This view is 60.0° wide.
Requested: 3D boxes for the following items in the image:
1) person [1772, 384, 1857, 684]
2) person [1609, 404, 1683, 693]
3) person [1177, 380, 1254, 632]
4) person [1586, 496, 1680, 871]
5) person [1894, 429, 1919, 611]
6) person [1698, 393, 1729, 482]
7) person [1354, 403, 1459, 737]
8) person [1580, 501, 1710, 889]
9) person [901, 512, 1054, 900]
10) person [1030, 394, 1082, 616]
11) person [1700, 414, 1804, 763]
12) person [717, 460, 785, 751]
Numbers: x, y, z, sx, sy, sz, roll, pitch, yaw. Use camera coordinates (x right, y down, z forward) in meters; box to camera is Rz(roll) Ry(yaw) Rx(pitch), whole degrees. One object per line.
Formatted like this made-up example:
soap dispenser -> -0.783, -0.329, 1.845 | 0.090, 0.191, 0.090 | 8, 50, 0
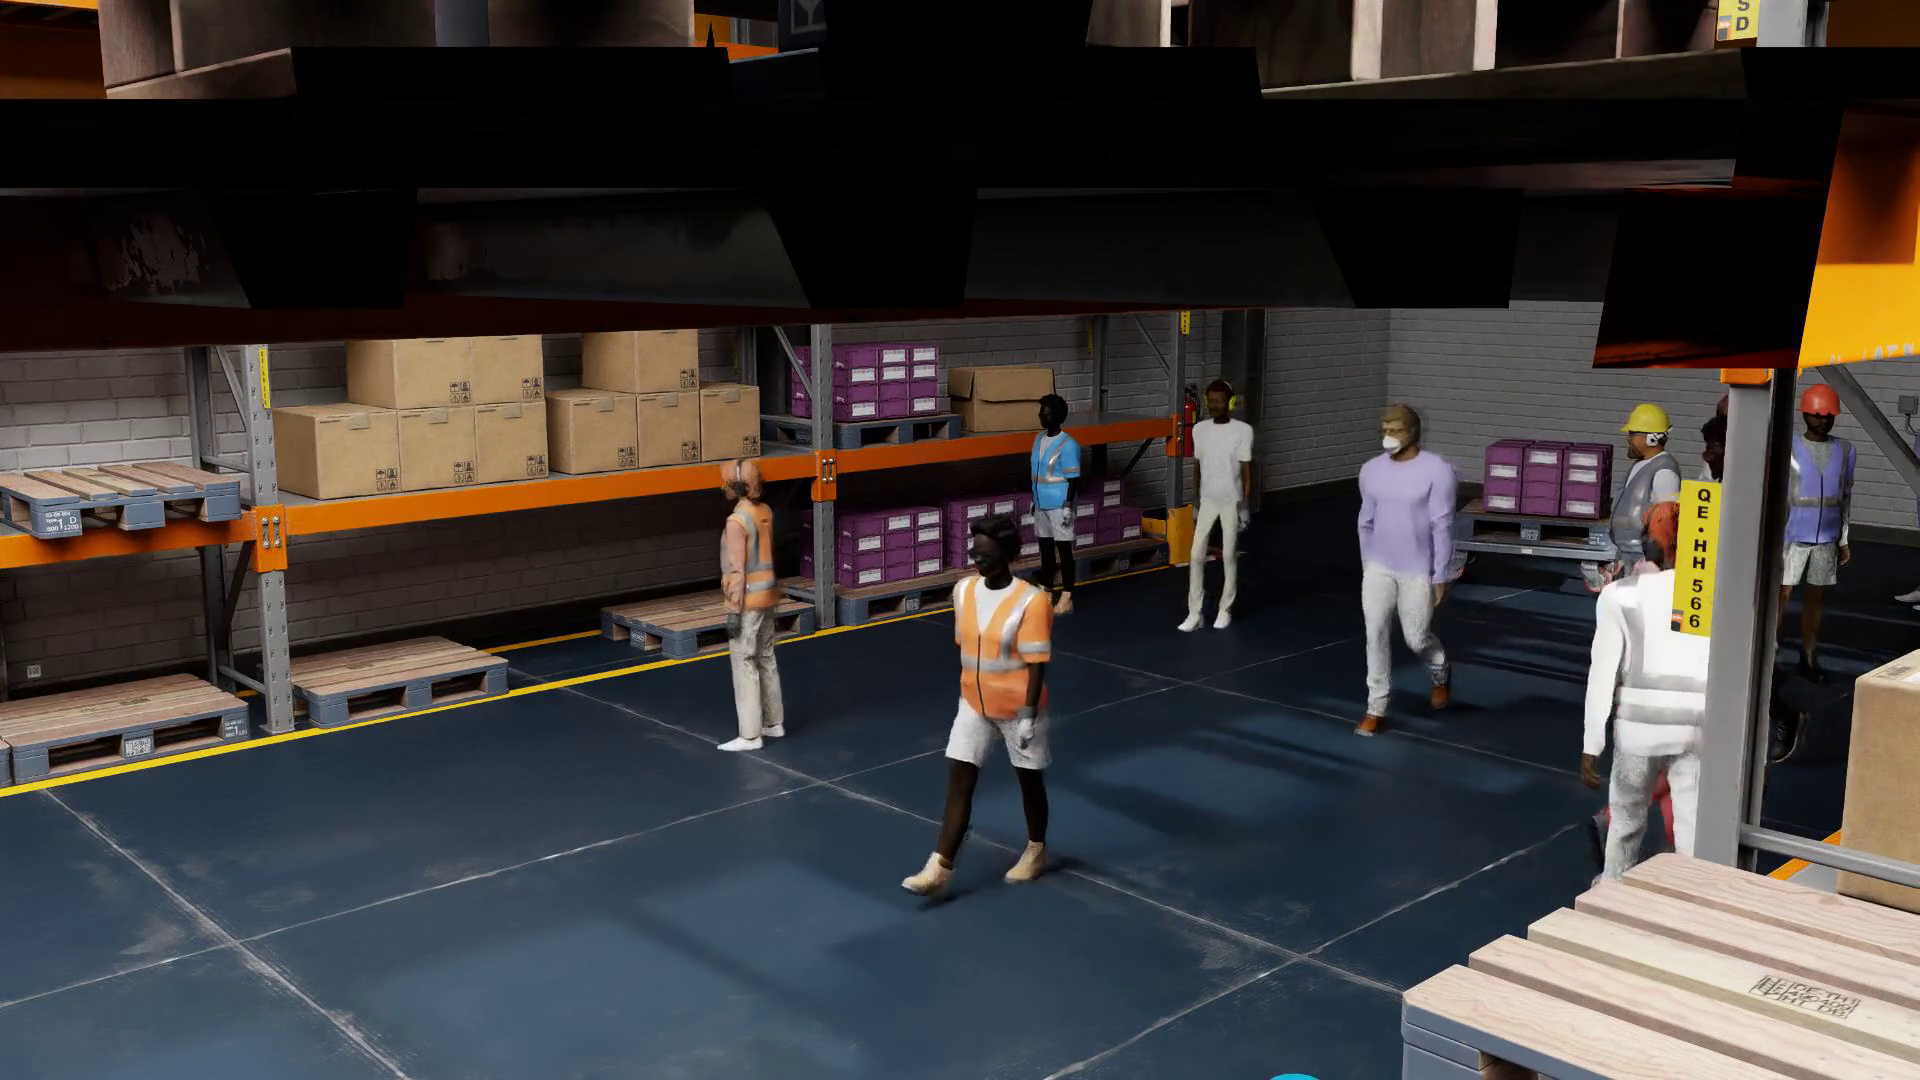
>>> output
person -> 5.424, -0.031, 10.625 | 0.551, 1.934, 0.372 | 0, 10, 2
person -> 4.251, 0.067, 10.352 | 0.404, 1.832, 0.592 | 1, 10, 7
person -> 1.876, -0.232, 12.069 | 0.539, 1.844, 0.747 | 5, 11, 28
person -> 3.103, 0.628, 7.347 | 0.737, 1.742, 0.530 | -3, 10, -18
person -> 7.559, -0.399, 12.867 | 0.406, 1.906, 0.654 | 2, 10, 12
person -> 5.259, -0.127, 11.503 | 0.892, 1.830, 0.711 | 0, 10, -1
person -> 2.584, 0.158, 9.594 | 0.632, 1.912, 0.725 | 9, 13, 42
person -> 2.720, 0.772, 6.332 | 0.643, 1.814, 1.068 | 3, 10, 16
person -> 0.108, 0.718, 7.022 | 0.557, 1.652, 0.835 | 8, 12, 38
person -> 0.711, -0.270, 12.726 | 0.321, 1.697, 0.529 | -6, 12, -32
person -> 4.072, 0.300, 8.681 | 0.758, 1.939, 0.615 | -5, 11, -26
person -> -1.159, 0.365, 9.252 | 0.312, 1.632, 0.587 | 2, 10, 14
